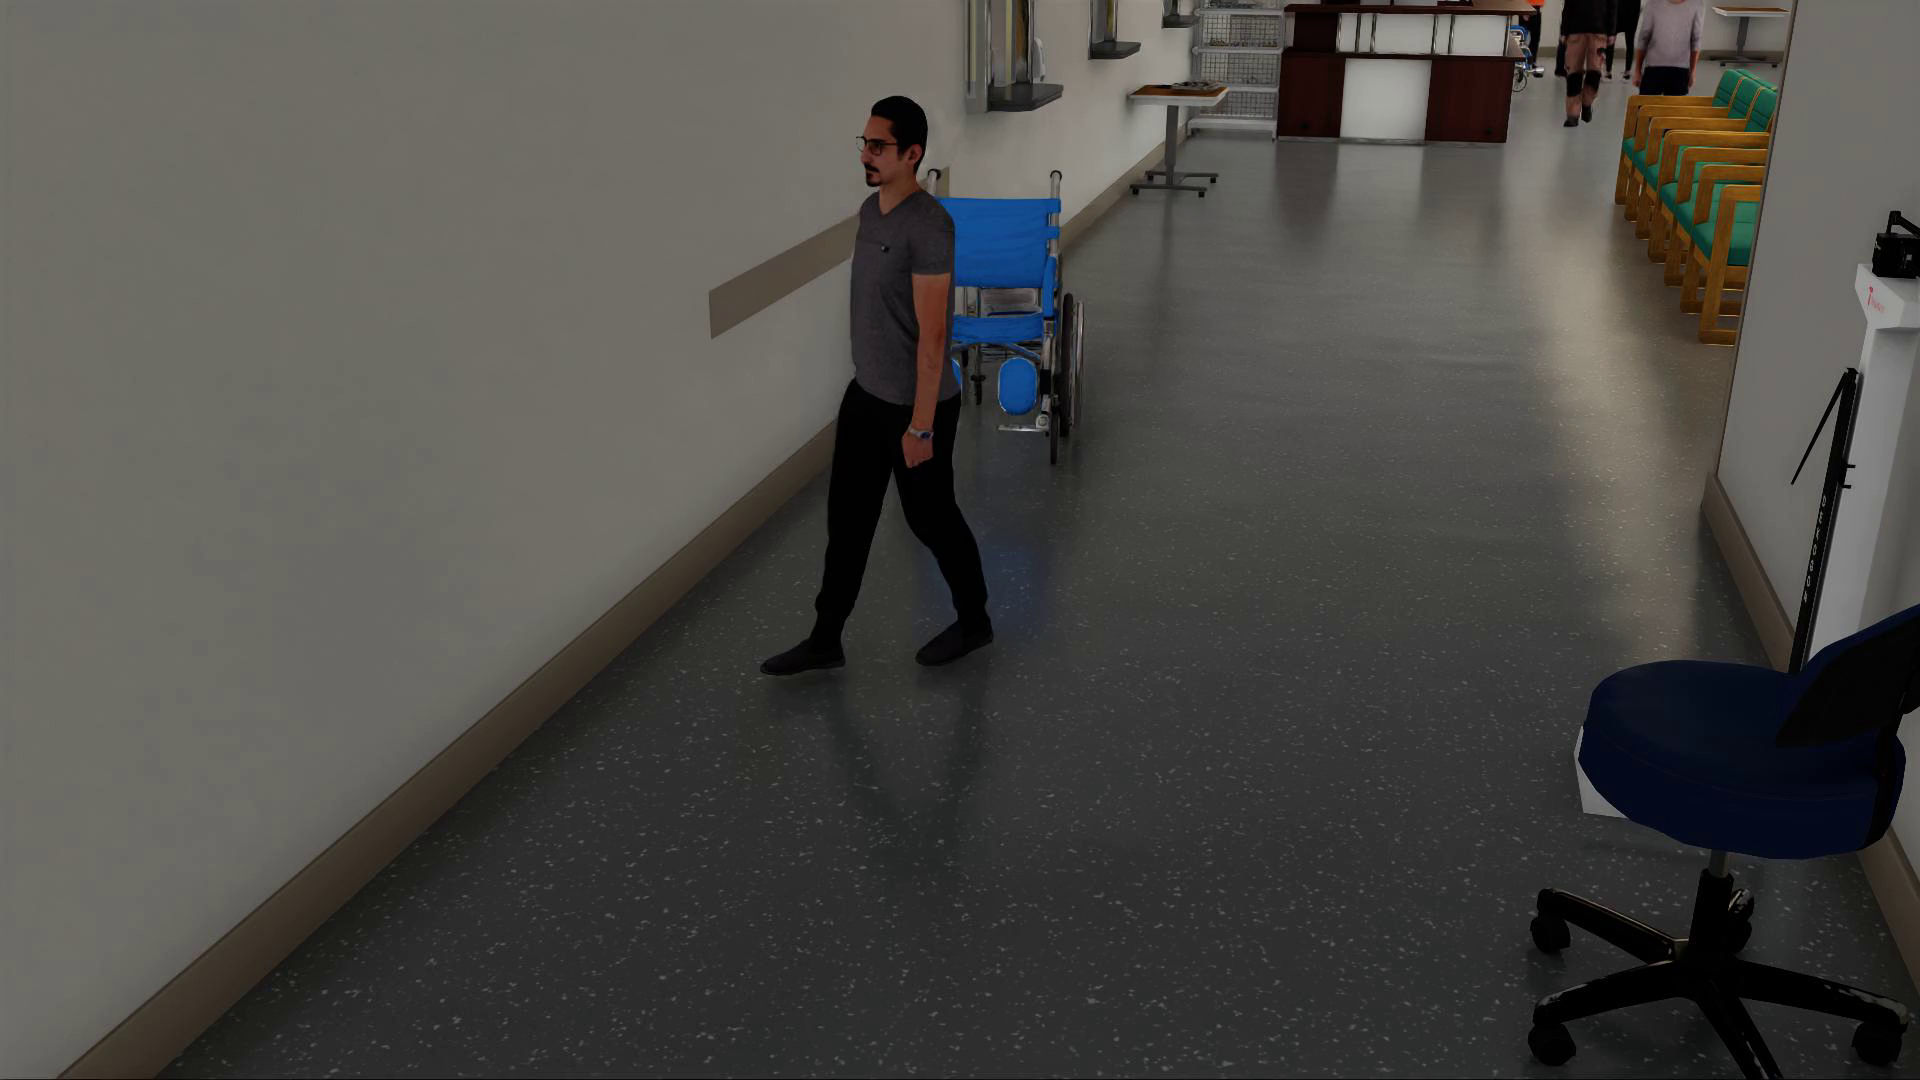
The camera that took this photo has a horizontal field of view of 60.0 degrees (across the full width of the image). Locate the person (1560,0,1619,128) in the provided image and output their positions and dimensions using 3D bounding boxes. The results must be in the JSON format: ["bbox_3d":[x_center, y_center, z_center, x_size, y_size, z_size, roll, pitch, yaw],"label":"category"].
[{"bbox_3d":[6.798,-5.446,17.968,0.710,1.916,0.842,10,23,24],"label":"person"}]

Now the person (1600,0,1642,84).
[{"bbox_3d":[9.044,-7.154,22.644,0.523,1.799,0.712,1,21,1],"label":"person"}]

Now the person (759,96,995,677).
[{"bbox_3d":[-0.110,-0.420,4.963,1.069,1.728,1.036,-13,24,-31],"label":"person"}]

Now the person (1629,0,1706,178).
[{"bbox_3d":[6.154,-4.090,14.490,0.465,1.843,0.726,6,22,16],"label":"person"}]

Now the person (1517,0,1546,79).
[{"bbox_3d":[7.908,-7.374,23.327,1.115,1.726,0.938,17,27,38],"label":"person"}]
